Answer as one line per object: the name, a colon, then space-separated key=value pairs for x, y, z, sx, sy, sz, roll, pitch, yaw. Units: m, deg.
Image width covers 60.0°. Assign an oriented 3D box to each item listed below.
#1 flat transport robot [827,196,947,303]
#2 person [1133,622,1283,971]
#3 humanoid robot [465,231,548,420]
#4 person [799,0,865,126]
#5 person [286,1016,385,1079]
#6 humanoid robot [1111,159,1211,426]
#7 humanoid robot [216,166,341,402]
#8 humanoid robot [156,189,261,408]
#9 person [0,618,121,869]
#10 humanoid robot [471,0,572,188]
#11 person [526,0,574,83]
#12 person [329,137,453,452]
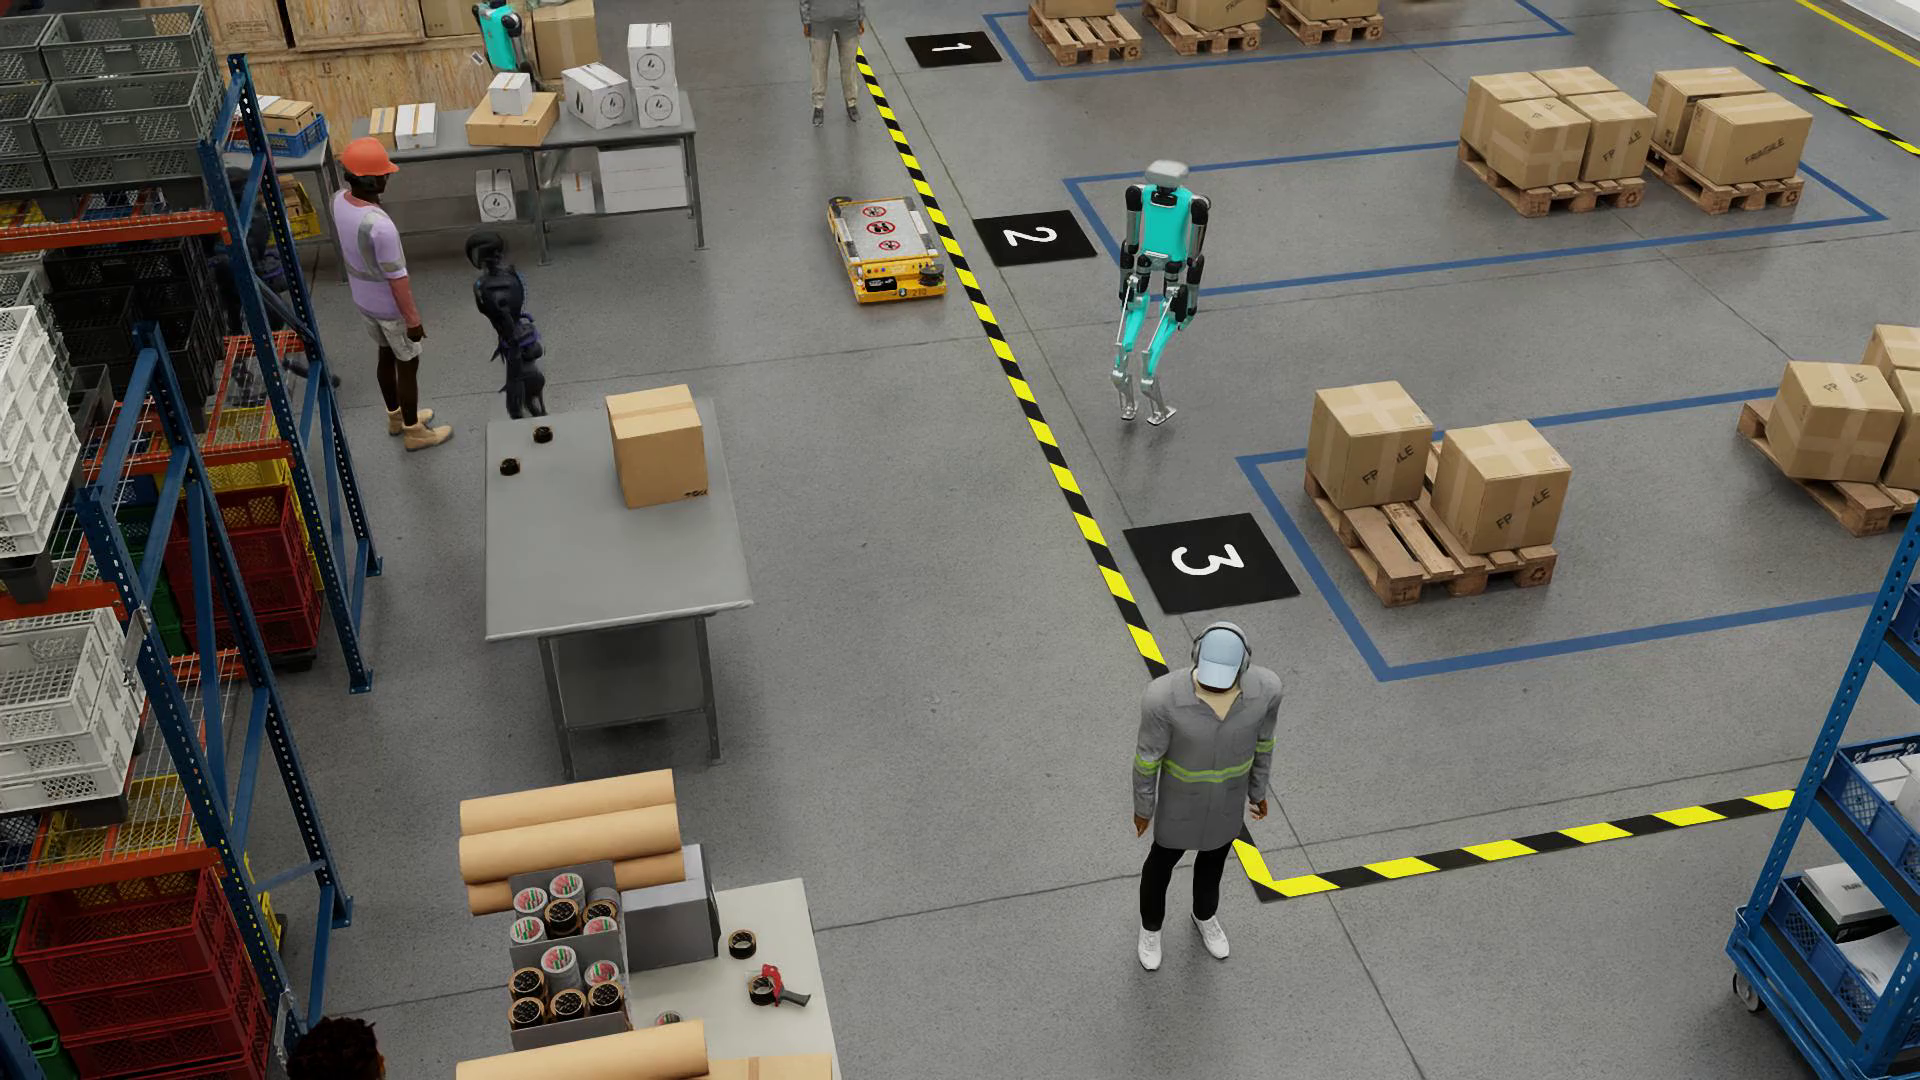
flat transport robot: x=-0.570 y=-2.220 z=12.538 sx=0.659 sy=0.231 sz=1.431 roll=-8 pitch=37 yaw=-10
person: x=0.996 y=1.055 z=6.811 sx=0.597 sy=1.849 sz=0.388 roll=-6 pitch=37 yaw=-9
humanoid robot: x=-2.616 y=-1.093 z=9.852 sx=0.470 sy=1.641 sz=0.603 roll=-12 pitch=38 yaw=-16
person: x=-1.087 y=-4.448 z=14.278 sx=0.572 sy=1.762 sz=0.404 roll=-7 pitch=37 yaw=-9
person: x=-1.773 y=2.171 z=5.215 sx=0.605 sy=1.965 sz=0.368 roll=24 pitch=43 yaw=29
humanoid robot: x=1.136 y=-1.429 z=10.134 sx=0.533 sy=1.675 sz=0.735 roll=17 pitch=40 yaw=22
humanoid robot: x=-4.385 y=-1.586 z=10.530 sx=0.576 sy=1.662 sz=0.586 roll=-16 pitch=40 yaw=-21
humanoid robot: x=-4.795 y=-1.662 z=10.616 sx=0.634 sy=1.634 sz=0.611 roll=24 pitch=43 yaw=29
person: x=-4.152 y=0.782 z=7.184 sx=0.621 sy=1.845 sz=0.430 roll=-15 pitch=39 yaw=-19
humanoid robot: x=-3.326 y=-3.508 z=13.097 sx=0.541 sy=1.853 sz=0.750 roll=29 pitch=46 yaw=33
person: x=-3.458 y=-4.550 z=14.276 sx=0.411 sy=1.936 sz=0.602 roll=23 pitch=42 yaw=27
person: x=-3.439 y=-1.460 z=10.049 sx=0.612 sy=2.028 sz=0.404 roll=31 pitch=46 yaw=34
